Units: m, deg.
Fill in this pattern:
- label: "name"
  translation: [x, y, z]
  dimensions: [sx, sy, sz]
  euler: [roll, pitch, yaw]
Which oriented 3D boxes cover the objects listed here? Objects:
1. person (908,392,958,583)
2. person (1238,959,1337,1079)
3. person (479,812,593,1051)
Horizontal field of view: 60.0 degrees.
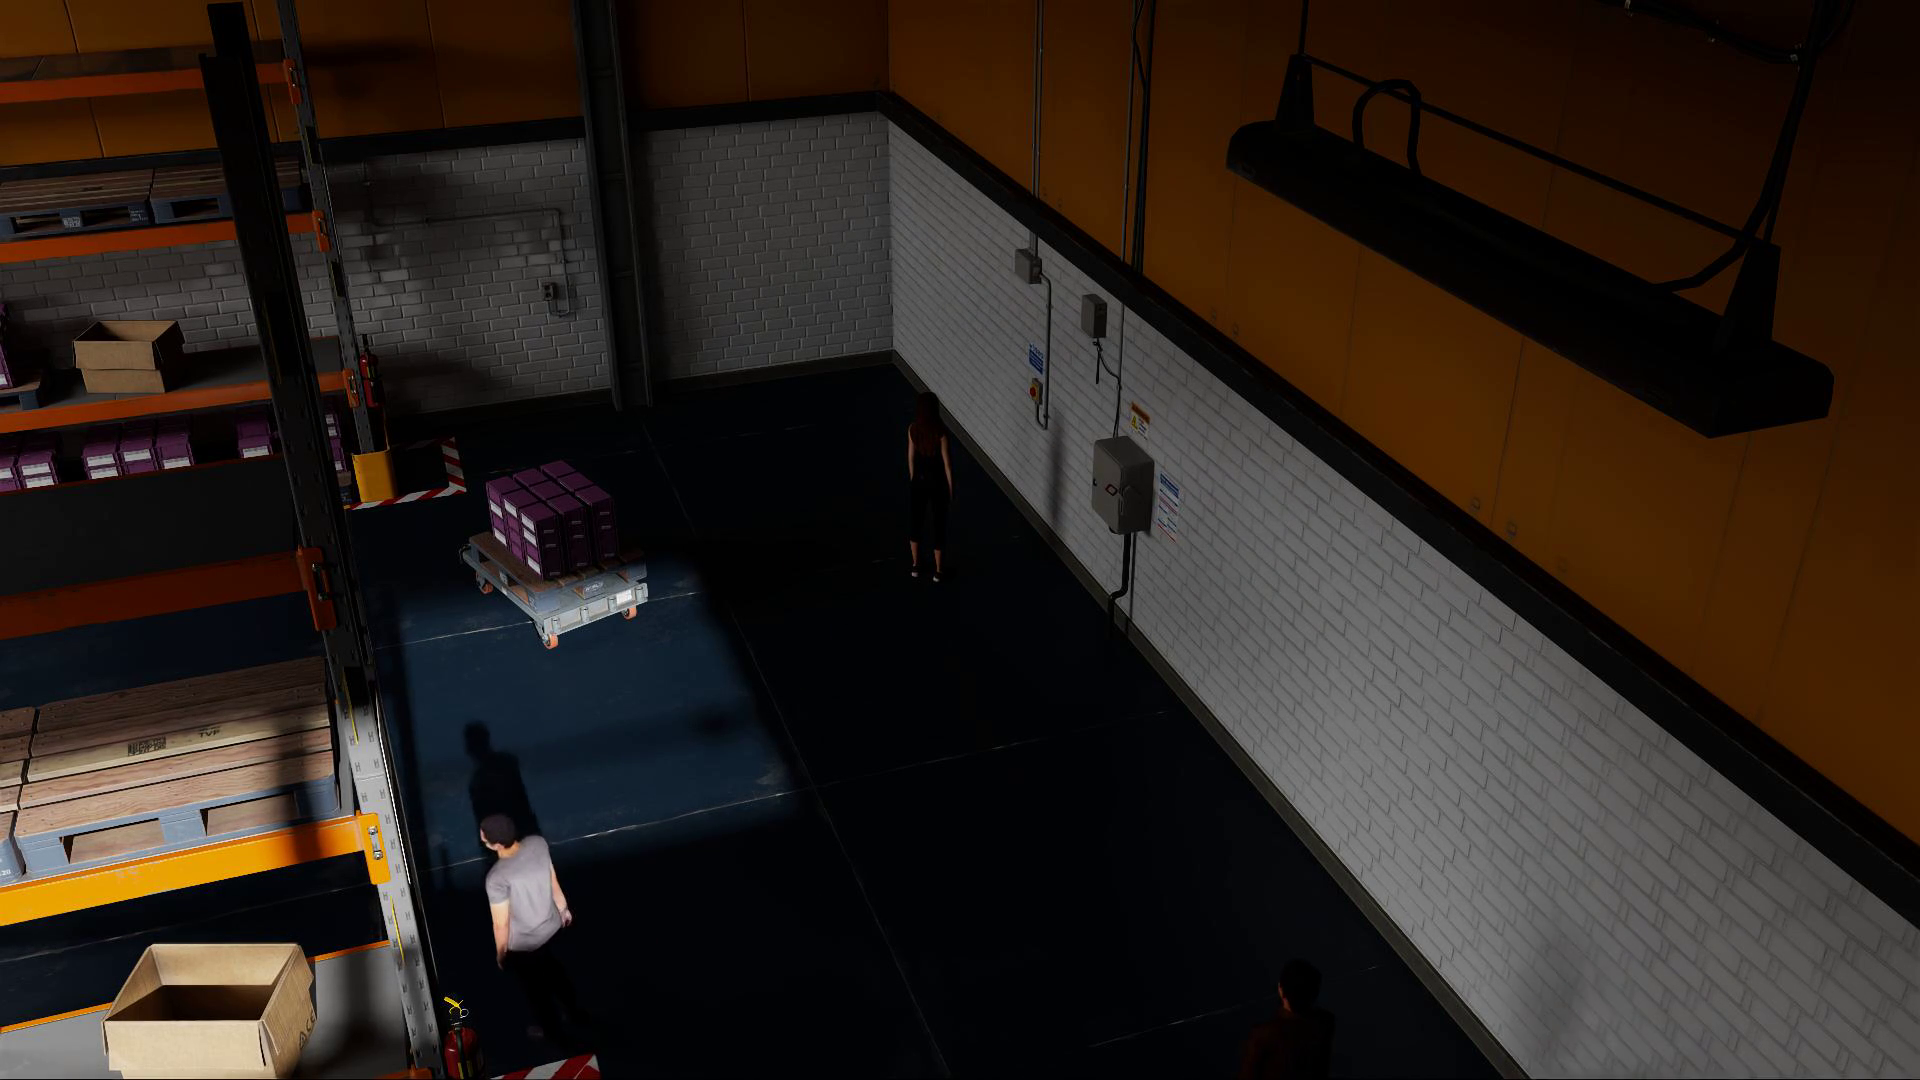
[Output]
- label: "person"
  translation: [-0.263, -0.462, 14.179]
  dimensions: [0.637, 1.726, 0.691]
  euler: [14, 32, 24]
- label: "person"
  translation: [1.609, 2.818, 8.130]
  dimensions: [0.964, 1.759, 0.703]
  euler: [-10, 30, -17]
- label: "person"
  translation: [-2.330, 2.218, 9.262]
  dimensions: [0.871, 1.730, 0.810]
  euler: [15, 32, 26]
